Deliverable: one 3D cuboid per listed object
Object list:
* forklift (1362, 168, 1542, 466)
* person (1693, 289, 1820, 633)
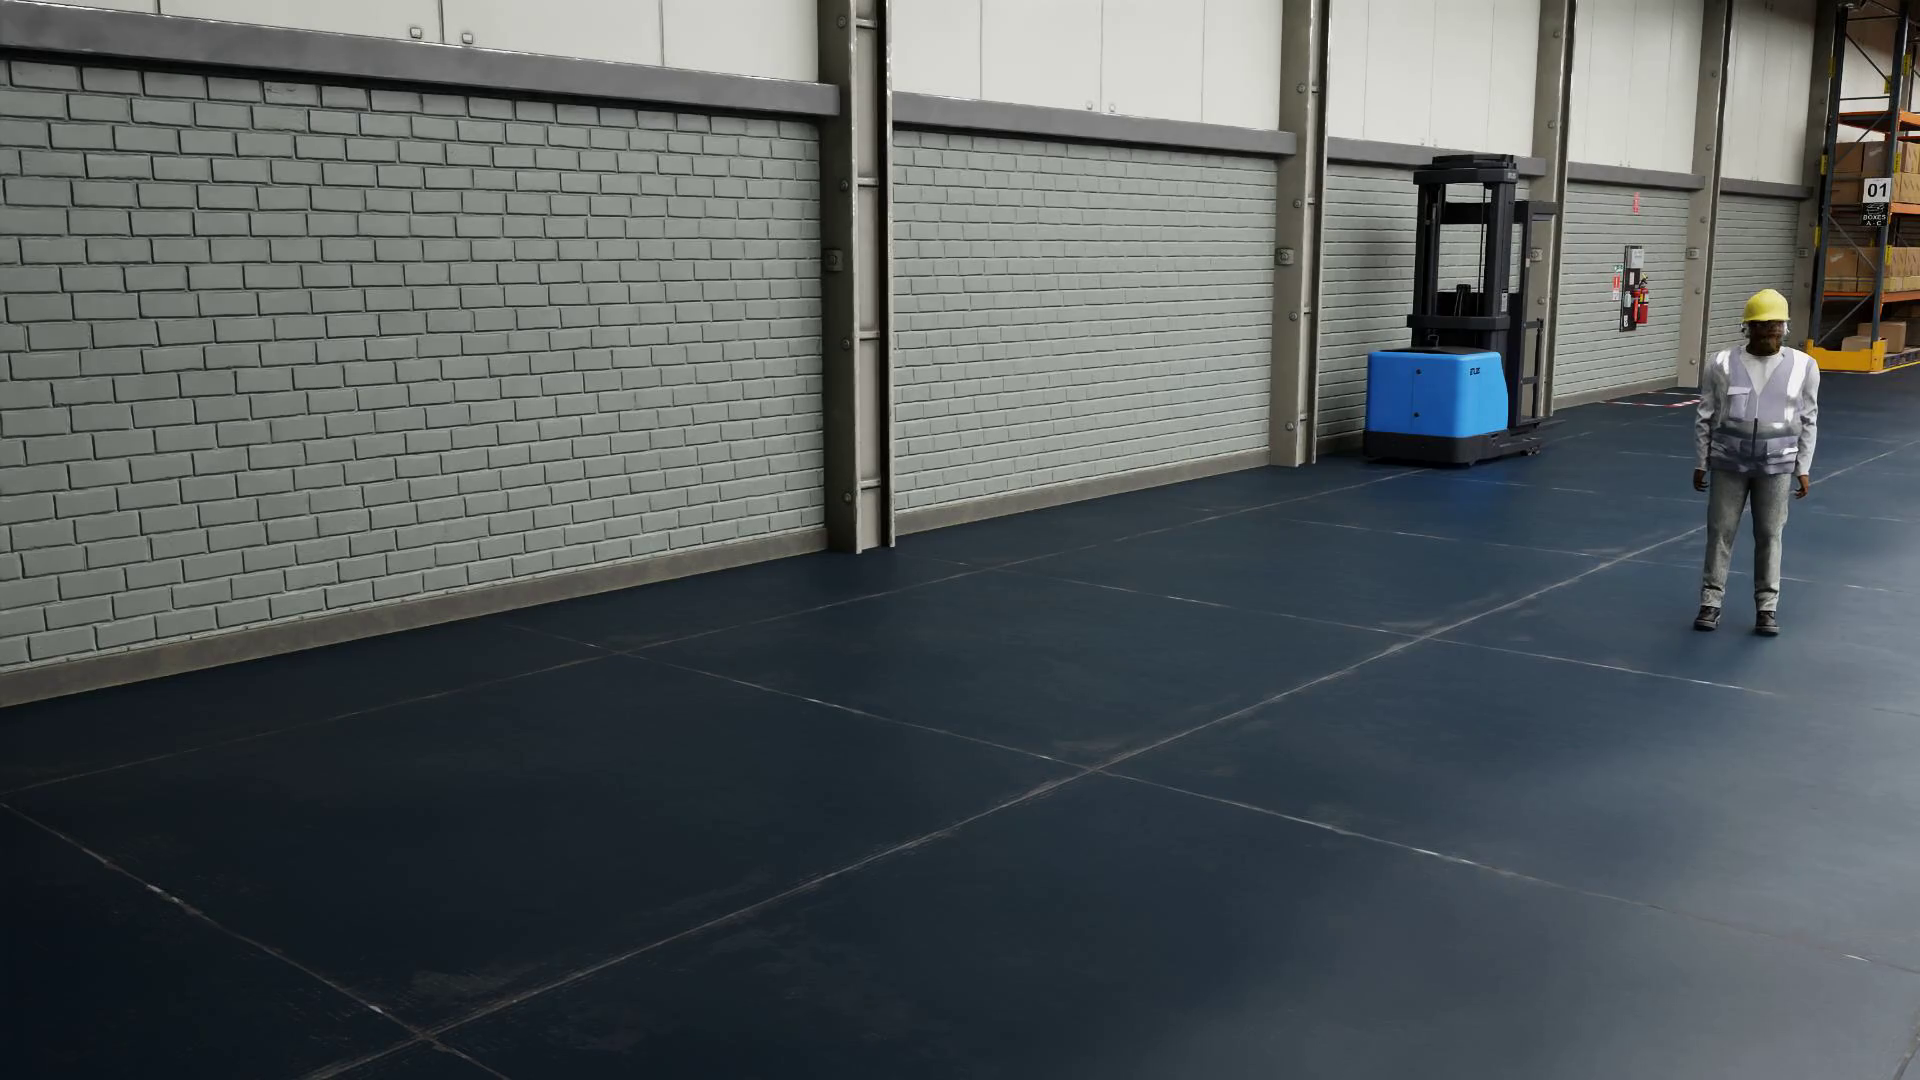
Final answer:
[{"bbox_3d":[4.875,-2.212,16.287,1.129,2.768,1.873,8,13,40],"label":"forklift"},{"bbox_3d":[4.255,-0.420,8.937,0.600,1.833,0.404,5,11,25],"label":"person"}]
